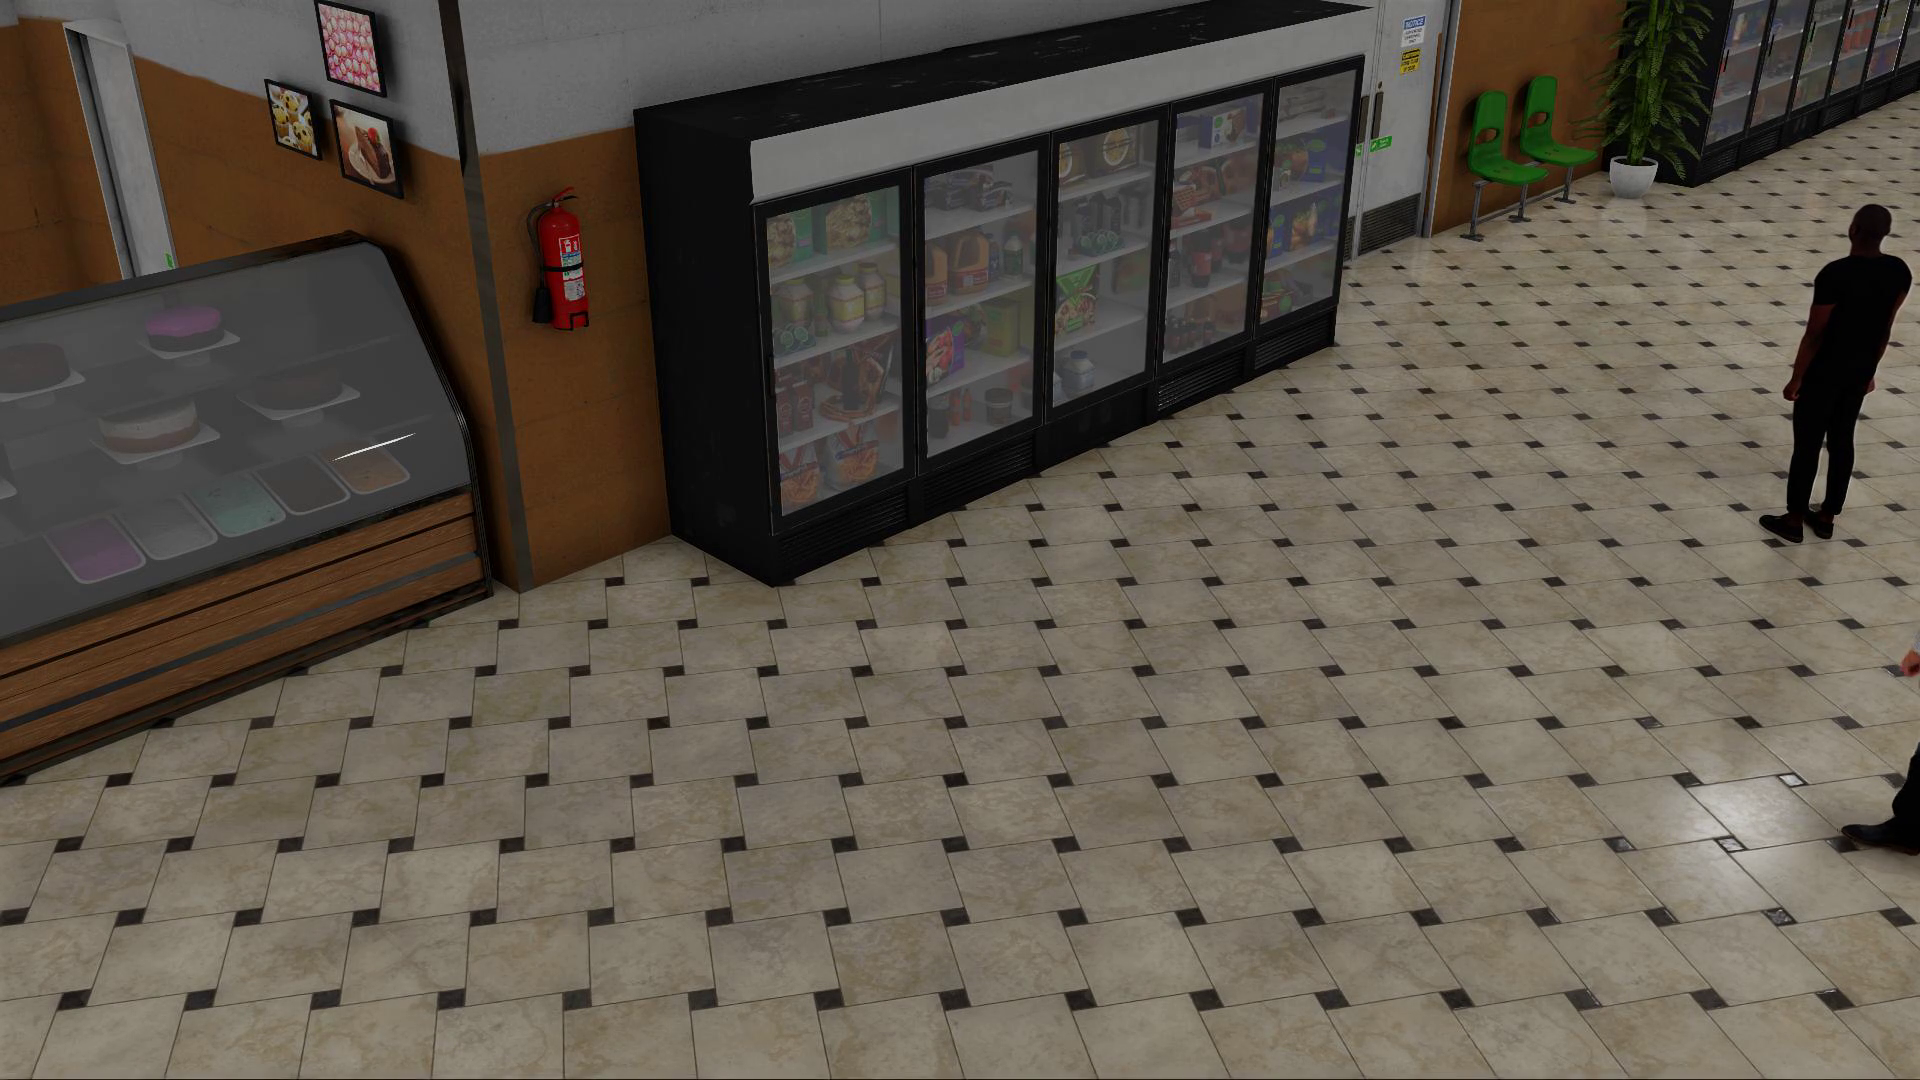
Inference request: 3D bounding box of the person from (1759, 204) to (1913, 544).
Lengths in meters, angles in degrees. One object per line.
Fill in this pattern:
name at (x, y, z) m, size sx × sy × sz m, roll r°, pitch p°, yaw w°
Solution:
person at (4.592, -0.861, 8.715) m, size 0.744 × 1.819 × 0.759 m, roll -4°, pitch 27°, yaw -8°
